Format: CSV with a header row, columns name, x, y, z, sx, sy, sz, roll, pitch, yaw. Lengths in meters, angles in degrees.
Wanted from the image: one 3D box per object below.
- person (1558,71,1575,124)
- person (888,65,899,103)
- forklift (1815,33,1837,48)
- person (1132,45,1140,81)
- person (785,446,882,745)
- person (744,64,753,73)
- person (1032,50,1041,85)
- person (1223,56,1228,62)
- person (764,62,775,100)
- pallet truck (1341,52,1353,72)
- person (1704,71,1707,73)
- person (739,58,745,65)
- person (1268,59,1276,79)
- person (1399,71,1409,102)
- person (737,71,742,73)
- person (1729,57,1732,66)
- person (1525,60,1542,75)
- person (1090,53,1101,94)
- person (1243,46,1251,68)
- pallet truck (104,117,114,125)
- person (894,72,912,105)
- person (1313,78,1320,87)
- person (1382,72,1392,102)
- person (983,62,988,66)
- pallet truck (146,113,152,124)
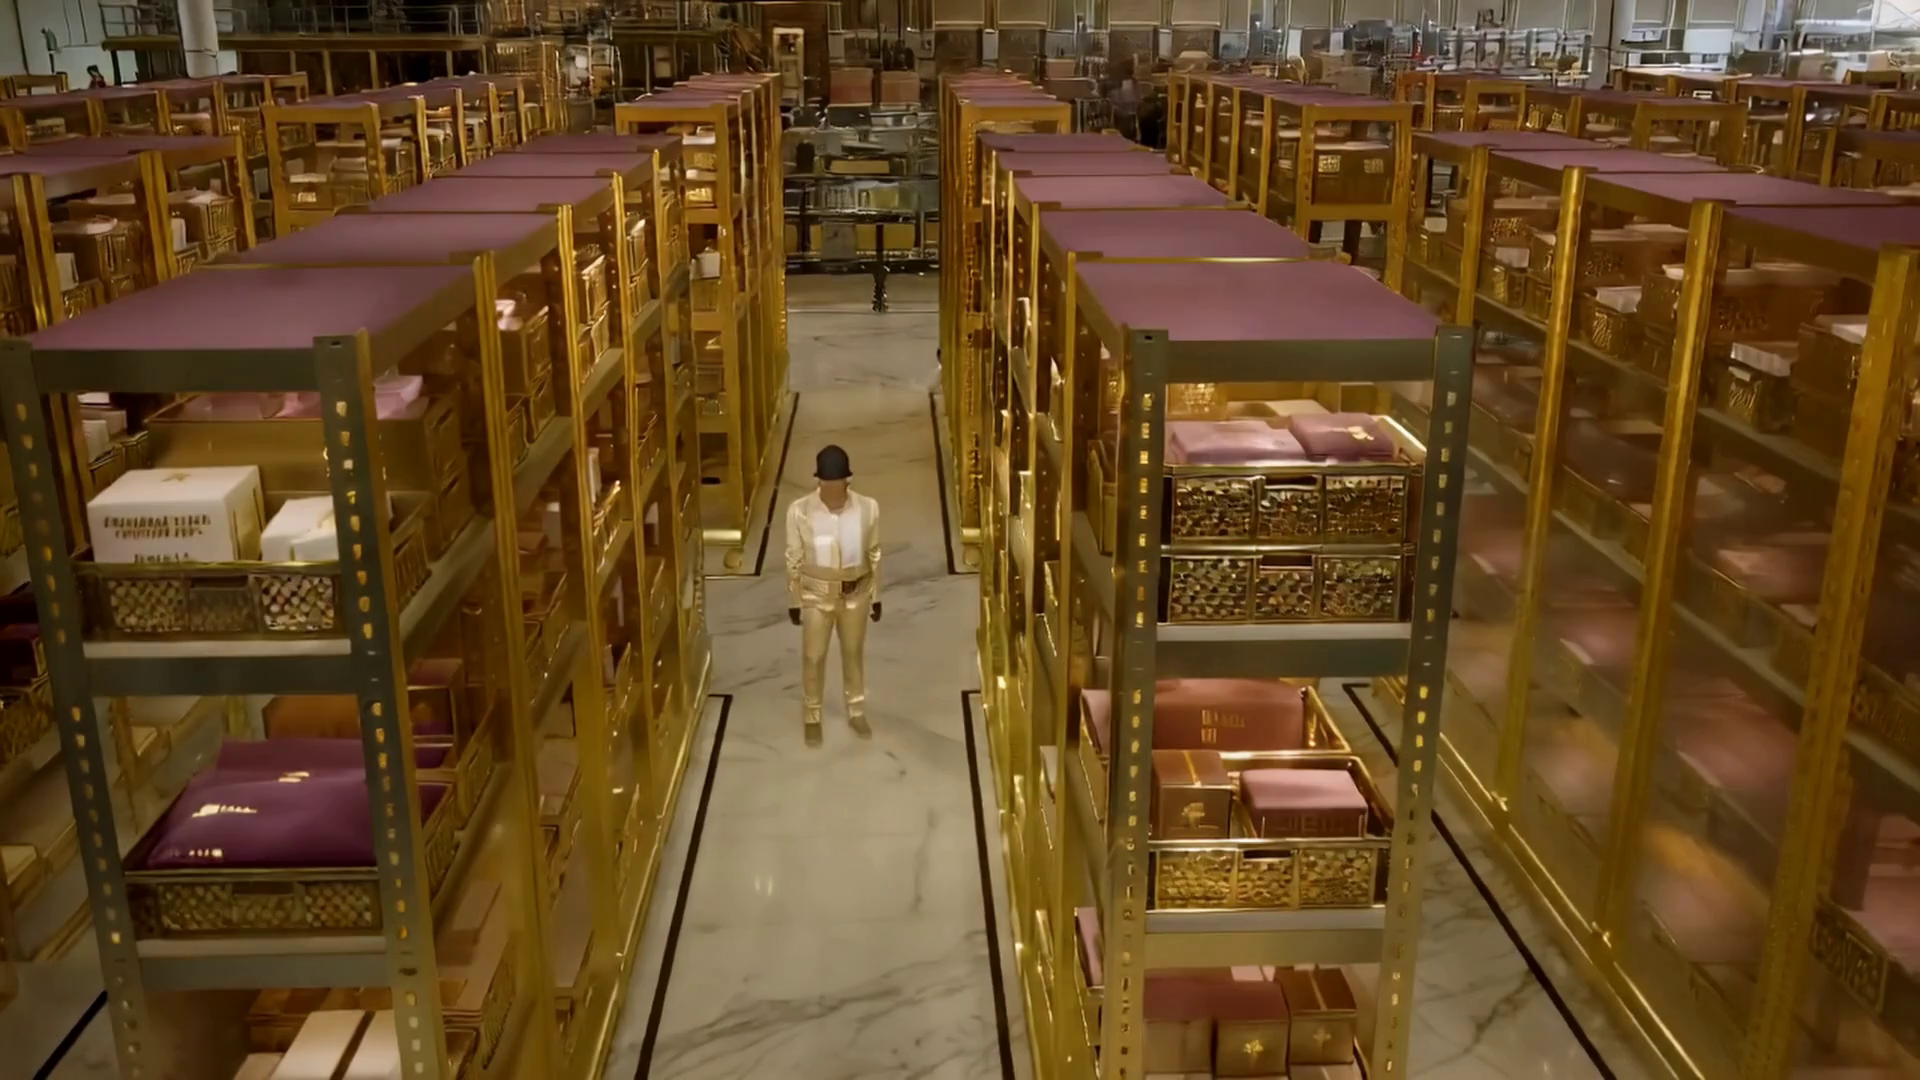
name,x,y,z,sx,sy,sz,roll,pitch,yaw
person,21.978,-16.012,60.355,0.596,1.916,0.373,10,21,29
person,-2.713,-19.055,69.949,0.767,1.812,0.518,-9,20,-26
forklift,44.522,-24.754,85.865,1.873,2.768,1.129,-17,24,-41
person,10.056,-27.243,94.983,0.383,1.993,0.622,-7,19,-20
person,-0.745,0.326,9.931,0.590,1.833,0.404,-5,19,-15
person,-10.690,-23.726,84.595,0.548,1.689,0.738,2,18,7
person,4.150,-25.728,90.559,0.429,1.838,0.648,14,23,37
person,12.300,-21.728,78.079,0.974,1.908,0.624,0,18,0
person,-7.843,-18.829,68.991,0.600,1.967,0.368,-4,18,-12
pallet truck,18.794,-23.123,82.231,0.823,1.965,1.885,-13,22,-35
person,29.224,-17.594,65.333,0.612,1.866,0.408,5,19,16
person,-11.354,-24.511,86.696,0.680,1.912,0.623,5,19,15
person,15.078,-22.387,80.451,0.321,1.691,0.535,15,23,38
person,16.080,-15.942,60.121,0.400,1.926,0.566,-2,18,-5
person,-8.561,-17.357,64.760,0.533,1.767,0.325,10,21,29
person,36.068,-21.786,78.323,0.651,1.858,1.022,7,19,21
person,24.051,-19.139,69.833,0.676,2.000,0.536,5,19,16
person,6.629,-22.783,81.275,0.356,1.939,0.543,-10,20,-28
person,16.428,-27.251,95.118,0.367,1.927,0.587,-9,20,-27
pallet truck,-18.367,-7.885,35.078,1.885,1.965,0.823,1,18,2
person,-2.132,-16.334,61.425,0.733,1.874,0.443,-9,20,-25
person,12.379,-15.221,58.076,0.602,1.809,0.658,4,18,13
person,15.703,-16.240,61.134,0.327,1.874,0.518,-7,19,-20
person,1.117,-19.921,72.592,0.913,1.824,0.521,-12,21,-32
pallet truck,-18.087,-8.309,36.390,1.885,1.965,0.823,-1,18,-4
